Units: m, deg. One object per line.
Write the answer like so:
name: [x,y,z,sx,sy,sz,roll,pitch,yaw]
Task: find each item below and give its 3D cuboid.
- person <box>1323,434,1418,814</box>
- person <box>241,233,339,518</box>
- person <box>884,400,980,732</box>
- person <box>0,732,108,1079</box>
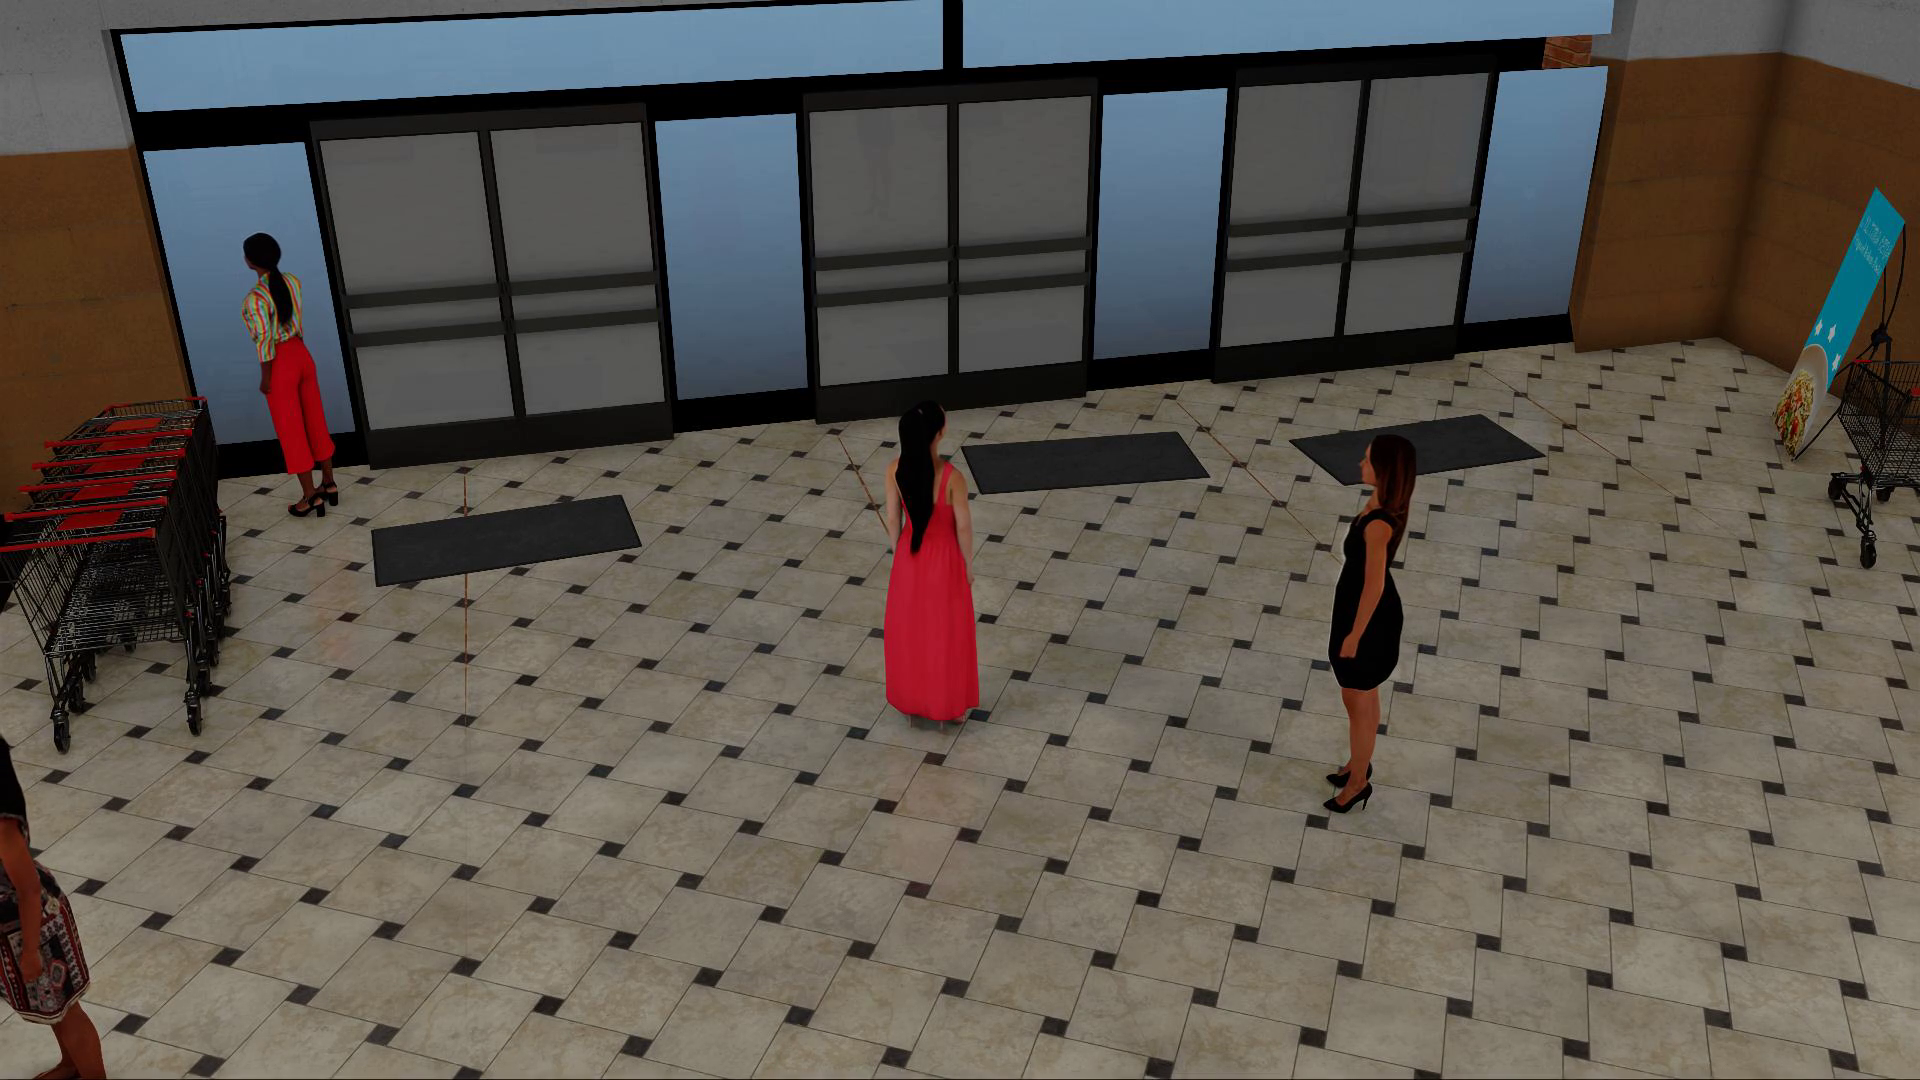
person: [1.789,0.387,7.316,0.725,1.835,0.629,8,28,16]
person: [-4.067,-0.991,10.079,0.748,1.792,0.647,9,28,17]
person: [-0.146,0.139,7.923,0.713,1.728,0.746,10,28,18]
person: [-3.216,1.306,5.713,0.783,1.645,0.635,-22,34,-37]
